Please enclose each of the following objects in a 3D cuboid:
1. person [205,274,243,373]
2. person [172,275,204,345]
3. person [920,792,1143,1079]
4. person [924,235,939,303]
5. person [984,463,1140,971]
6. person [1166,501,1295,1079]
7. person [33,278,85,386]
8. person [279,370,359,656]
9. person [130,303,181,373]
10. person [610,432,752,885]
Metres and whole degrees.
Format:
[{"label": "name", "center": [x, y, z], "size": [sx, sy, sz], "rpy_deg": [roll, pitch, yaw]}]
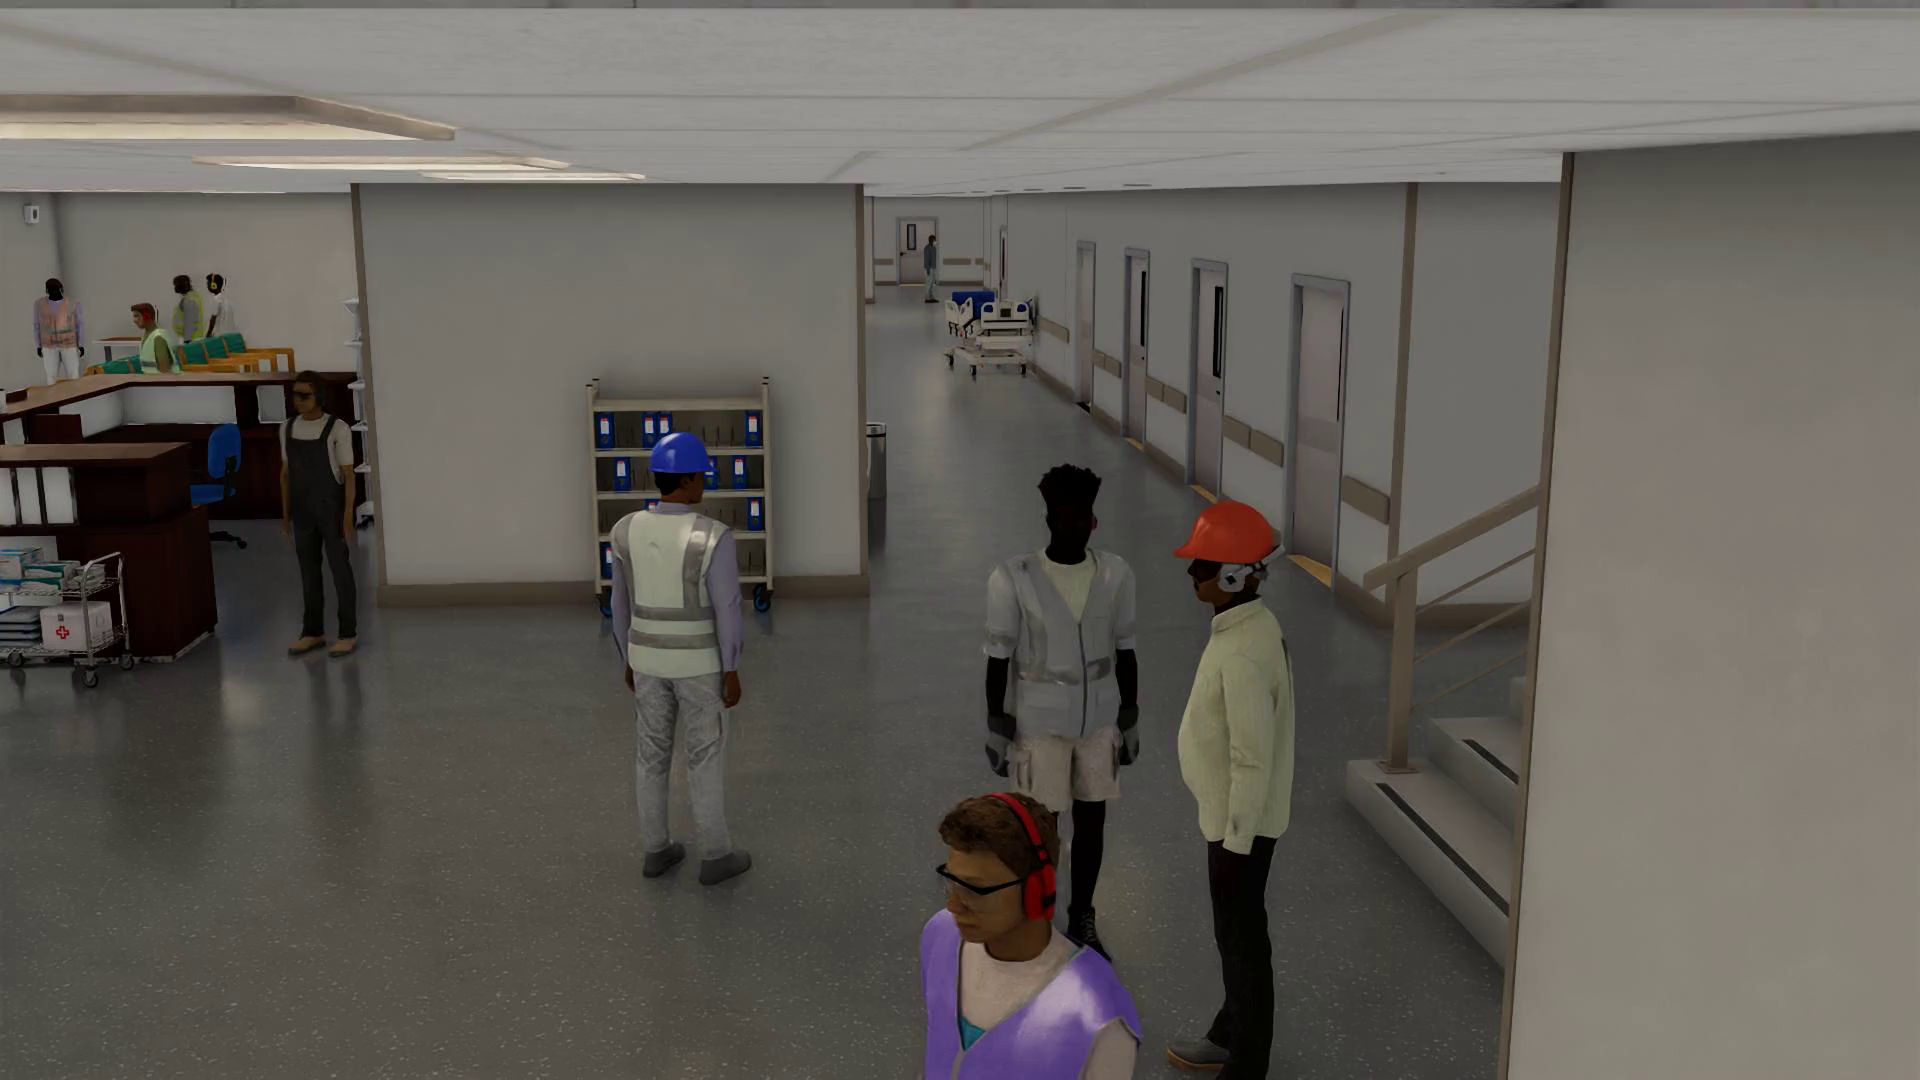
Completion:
[{"label": "person", "center": [-10.880, -2.960, 24.325], "size": [0.898, 1.831, 0.540], "rpy_deg": [-1, 12, -6]}, {"label": "person", "center": [-11.484, -3.061, 24.901], "size": [0.609, 1.807, 0.679], "rpy_deg": [-4, 12, -19]}, {"label": "person", "center": [0.126, 1.355, 3.244], "size": [0.376, 1.836, 0.564], "rpy_deg": [-8, 14, -35]}, {"label": "person", "center": [-0.829, -7.701, 47.278], "size": [0.382, 1.931, 0.631], "rpy_deg": [4, 12, 20]}, {"label": "person", "center": [0.383, 0.662, 6.328], "size": [0.631, 1.950, 0.541], "rpy_deg": [-4, 12, -21]}, {"label": "person", "center": [0.851, 0.861, 5.266], "size": [0.389, 1.996, 0.612], "rpy_deg": [2, 12, 9]}, {"label": "person", "center": [-12.444, -2.689, 22.993], "size": [0.622, 1.845, 0.429], "rpy_deg": [-4, 12, -19]}, {"label": "person", "center": [-4.118, -0.168, 10.671], "size": [0.527, 1.841, 0.330], "rpy_deg": [2, 12, 11]}, {"label": "person", "center": [-8.607, -1.632, 17.873], "size": [0.513, 1.815, 0.711], "rpy_deg": [-9, 15, -38]}, {"label": "person", "center": [-1.195, 0.509, 7.108], "size": [0.605, 1.944, 0.403], "rpy_deg": [5, 12, 22]}]
